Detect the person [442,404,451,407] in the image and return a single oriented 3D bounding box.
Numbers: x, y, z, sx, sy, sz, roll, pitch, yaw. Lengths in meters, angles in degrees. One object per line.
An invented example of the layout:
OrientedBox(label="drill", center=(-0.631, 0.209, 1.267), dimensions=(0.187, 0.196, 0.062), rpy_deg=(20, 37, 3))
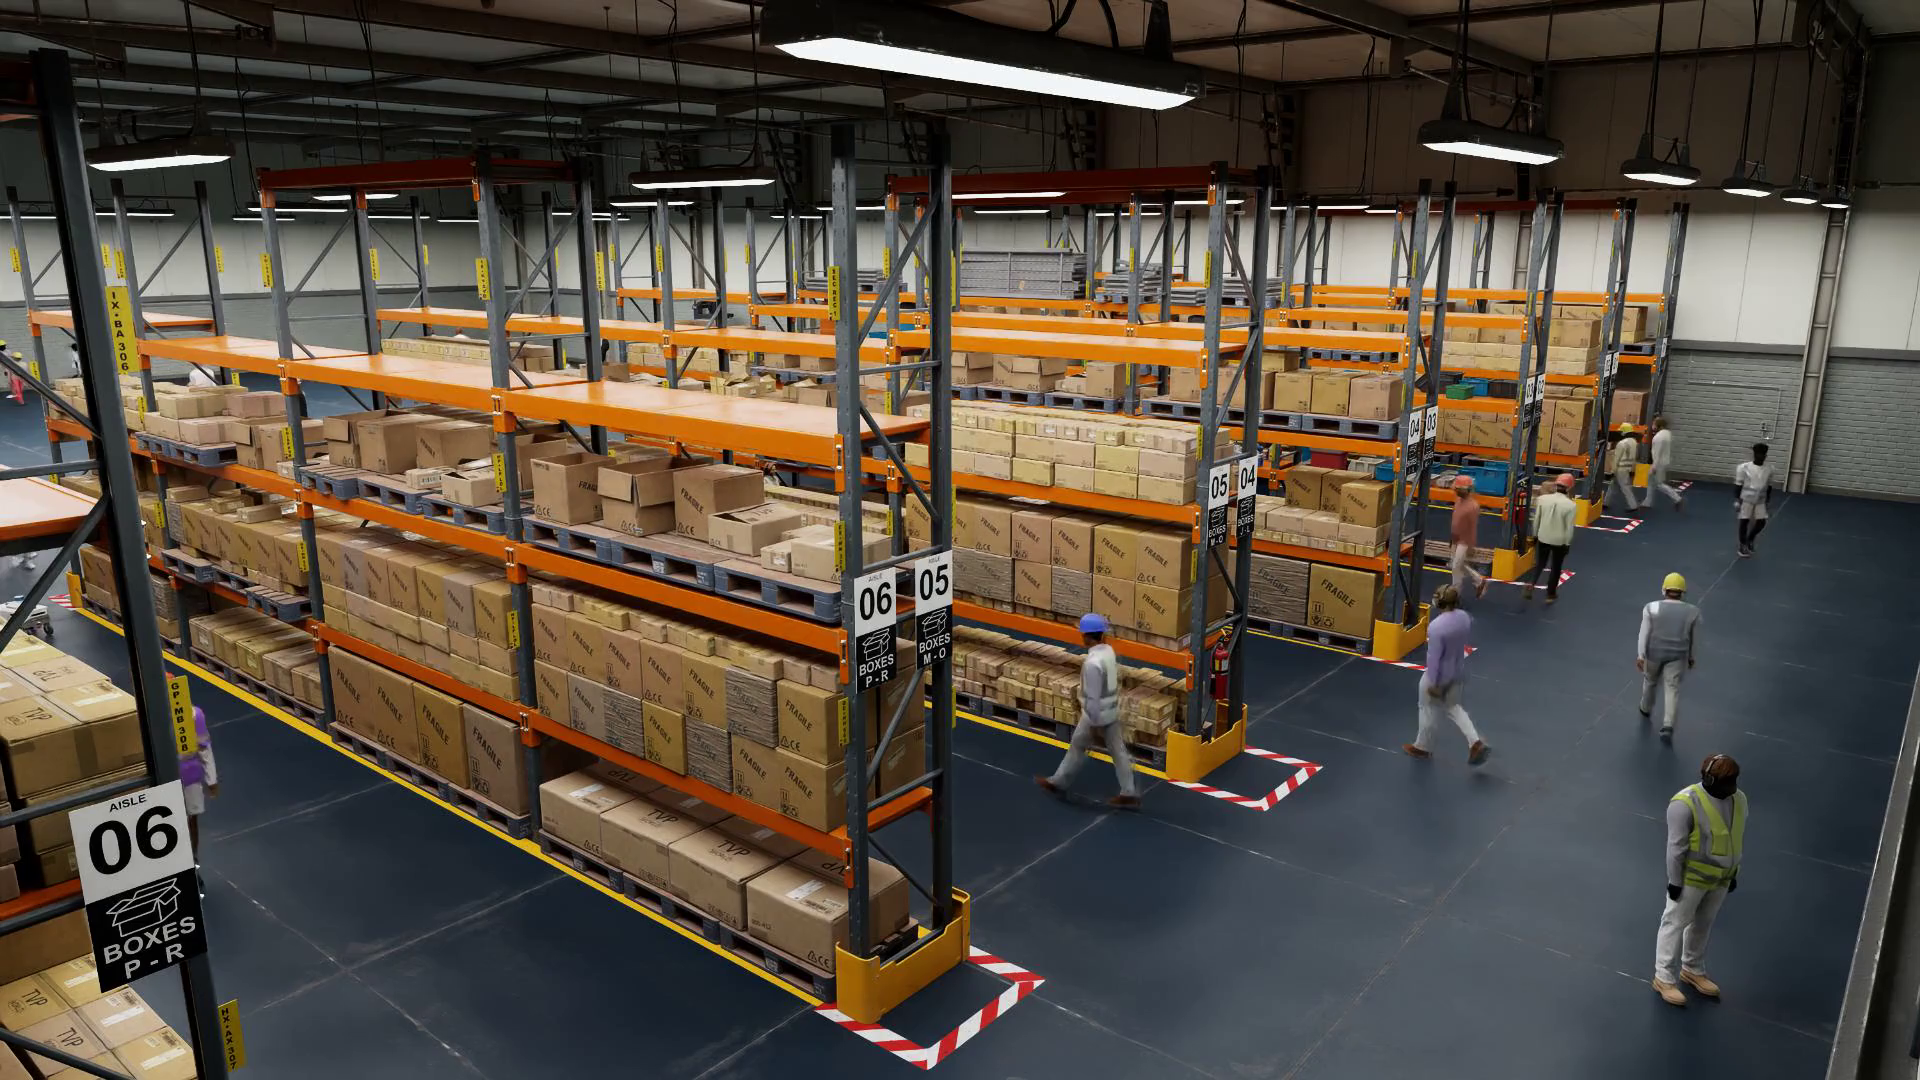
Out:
OrientedBox(label="person", center=(-14.953, -4.182, 36.516), dimensions=(0.877, 1.581, 0.504), rpy_deg=(-1, 14, -5))

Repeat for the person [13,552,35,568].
OrientedBox(label="person", center=(-15.414, -0.368, 20.540), dimensions=(0.387, 1.723, 0.570), rpy_deg=(12, 18, 41))

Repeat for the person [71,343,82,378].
OrientedBox(label="person", center=(-30.988, -6.063, 44.093), dimensions=(0.781, 1.667, 0.535), rpy_deg=(-12, 18, -40))

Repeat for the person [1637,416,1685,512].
OrientedBox(label="person", center=(13.843, -1.479, 24.748), dimensions=(0.818, 1.906, 0.642), rpy_deg=(10, 17, 36))

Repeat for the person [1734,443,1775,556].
OrientedBox(label="person", center=(13.454, -0.682, 21.364), dimensions=(0.613, 1.948, 0.420), rpy_deg=(2, 14, 9))

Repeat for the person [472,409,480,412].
OrientedBox(label="person", center=(-11.742, -2.818, 30.413), dimensions=(0.442, 1.832, 0.582), rpy_deg=(-5, 14, -18))

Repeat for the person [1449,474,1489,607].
OrientedBox(label="person", center=(7.470, 0.003, 18.538), dimensions=(0.783, 1.962, 0.639), rpy_deg=(-1, 14, -6))

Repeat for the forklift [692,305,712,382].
OrientedBox(label="forklift", center=(-9.511, -7.392, 47.124), dimensions=(1.873, 2.768, 1.129), rpy_deg=(11, 17, 38))

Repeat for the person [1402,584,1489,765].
OrientedBox(label="person", center=(5.029, 1.391, 12.914), dimensions=(0.629, 1.920, 0.801), rpy_deg=(-9, 16, -33))

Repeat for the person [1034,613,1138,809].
OrientedBox(label="person", center=(1.259, 1.625, 12.022), dimensions=(1.071, 1.875, 0.606), rpy_deg=(7, 15, 27))

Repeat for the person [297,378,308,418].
OrientedBox(label="person", center=(-16.137, -2.984, 30.744), dimensions=(0.391, 1.995, 0.613), rpy_deg=(-6, 15, -22))

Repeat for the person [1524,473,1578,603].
OrientedBox(label="person", center=(8.724, -0.011, 18.571), dimensions=(0.655, 1.967, 0.621), rpy_deg=(-12, 18, -41))

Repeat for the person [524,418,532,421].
OrientedBox(label="person", center=(-11.987, -3.931, 34.872), dimensions=(0.346, 1.882, 0.578), rpy_deg=(6, 15, 23))

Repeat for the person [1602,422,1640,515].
OrientedBox(label="person", center=(13.016, -1.409, 24.703), dimensions=(0.602, 1.793, 0.908), rpy_deg=(-11, 18, -38))

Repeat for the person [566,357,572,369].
OrientedBox(label="person", center=(-11.928, -4.677, 38.093), dimensions=(0.760, 1.812, 0.512), rpy_deg=(4, 14, 15))

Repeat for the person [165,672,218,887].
OrientedBox(label="person", center=(-6.410, 2.012, 10.342), dimensions=(0.570, 1.919, 0.649), rpy_deg=(-13, 19, -42))

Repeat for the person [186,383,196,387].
OrientedBox(label="person", center=(-18.426, -2.845, 30.389), dimensions=(0.668, 1.889, 0.467), rpy_deg=(-7, 15, -26))

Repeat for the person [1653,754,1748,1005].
OrientedBox(label="person", center=(5.293, 2.389, 8.965), dimensions=(0.624, 1.845, 0.430), rpy_deg=(-4, 14, -17))

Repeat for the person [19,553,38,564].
OrientedBox(label="person", center=(-15.888, -0.459, 20.645), dimensions=(0.609, 1.865, 0.975), rpy_deg=(9, 17, 34))

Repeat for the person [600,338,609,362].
OrientedBox(label="person", center=(-13.894, -7.407, 48.936), dimensions=(0.538, 2.000, 0.684), rpy_deg=(0, 14, 0))

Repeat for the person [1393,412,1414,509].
OrientedBox(label="person", center=(8.780, -1.630, 25.116), dimensions=(0.584, 2.023, 0.624), rpy_deg=(11, 18, 39))

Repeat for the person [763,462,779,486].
OrientedBox(label="person", center=(-3.201, -0.513, 21.321), dimensions=(0.307, 1.641, 0.514), rpy_deg=(5, 15, 21))

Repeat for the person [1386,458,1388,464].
OrientedBox(label="person", center=(9.275, -2.206, 27.834), dimensions=(0.540, 1.851, 0.669), rpy_deg=(-13, 19, -42))

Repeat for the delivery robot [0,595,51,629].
OrientedBox(label="delivery robot", center=(-12.842, 1.003, 17.240), dimensions=(0.707, 0.478, 0.477), rpy_deg=(6, 15, 22))

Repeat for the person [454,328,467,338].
OrientedBox(label="person", center=(-19.390, -7.276, 48.702), dimensions=(0.810, 1.860, 0.590), rpy_deg=(9, 16, 31))

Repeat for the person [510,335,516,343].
OrientedBox(label="person", center=(-17.062, -7.015, 48.086), dimensions=(0.549, 1.620, 0.417), rpy_deg=(8, 16, 29))

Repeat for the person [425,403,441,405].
OrientedBox(label="person", center=(-14.923, -4.136, 35.683), dimensions=(0.639, 1.902, 0.407), rpy_deg=(-13, 19, -43))

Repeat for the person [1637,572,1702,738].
OrientedBox(label="person", center=(7.766, 1.239, 13.815), dimensions=(0.608, 1.790, 0.934), rpy_deg=(5, 14, 18))

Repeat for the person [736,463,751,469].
OrientedBox(label="person", center=(-4.666, -2.004, 26.985), dimensions=(0.733, 1.875, 0.380), rpy_deg=(8, 16, 29))

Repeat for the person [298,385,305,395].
OrientedBox(label="person", center=(-22.356, -5.644, 42.381), dimensions=(0.831, 1.660, 0.533), rpy_deg=(7, 15, 27))

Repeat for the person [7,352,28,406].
OrientedBox(label="person", center=(-30.012, -5.127, 40.158), dimensions=(0.890, 1.694, 0.526), rpy_deg=(11, 17, 38))

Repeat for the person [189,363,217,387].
OrientedBox(label="person", center=(-21.682, -4.242, 36.160), dimensions=(0.672, 1.880, 0.421), rpy_deg=(-4, 14, -16))

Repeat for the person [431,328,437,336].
OrientedBox(label="person", center=(-21.557, -7.840, 51.474), dimensions=(0.507, 1.633, 0.277), rpy_deg=(-1, 14, -3))

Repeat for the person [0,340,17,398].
OrientedBox(label="person", center=(-31.938, -5.732, 42.208), dimensions=(0.383, 1.920, 0.585), rpy_deg=(-7, 15, -26))
